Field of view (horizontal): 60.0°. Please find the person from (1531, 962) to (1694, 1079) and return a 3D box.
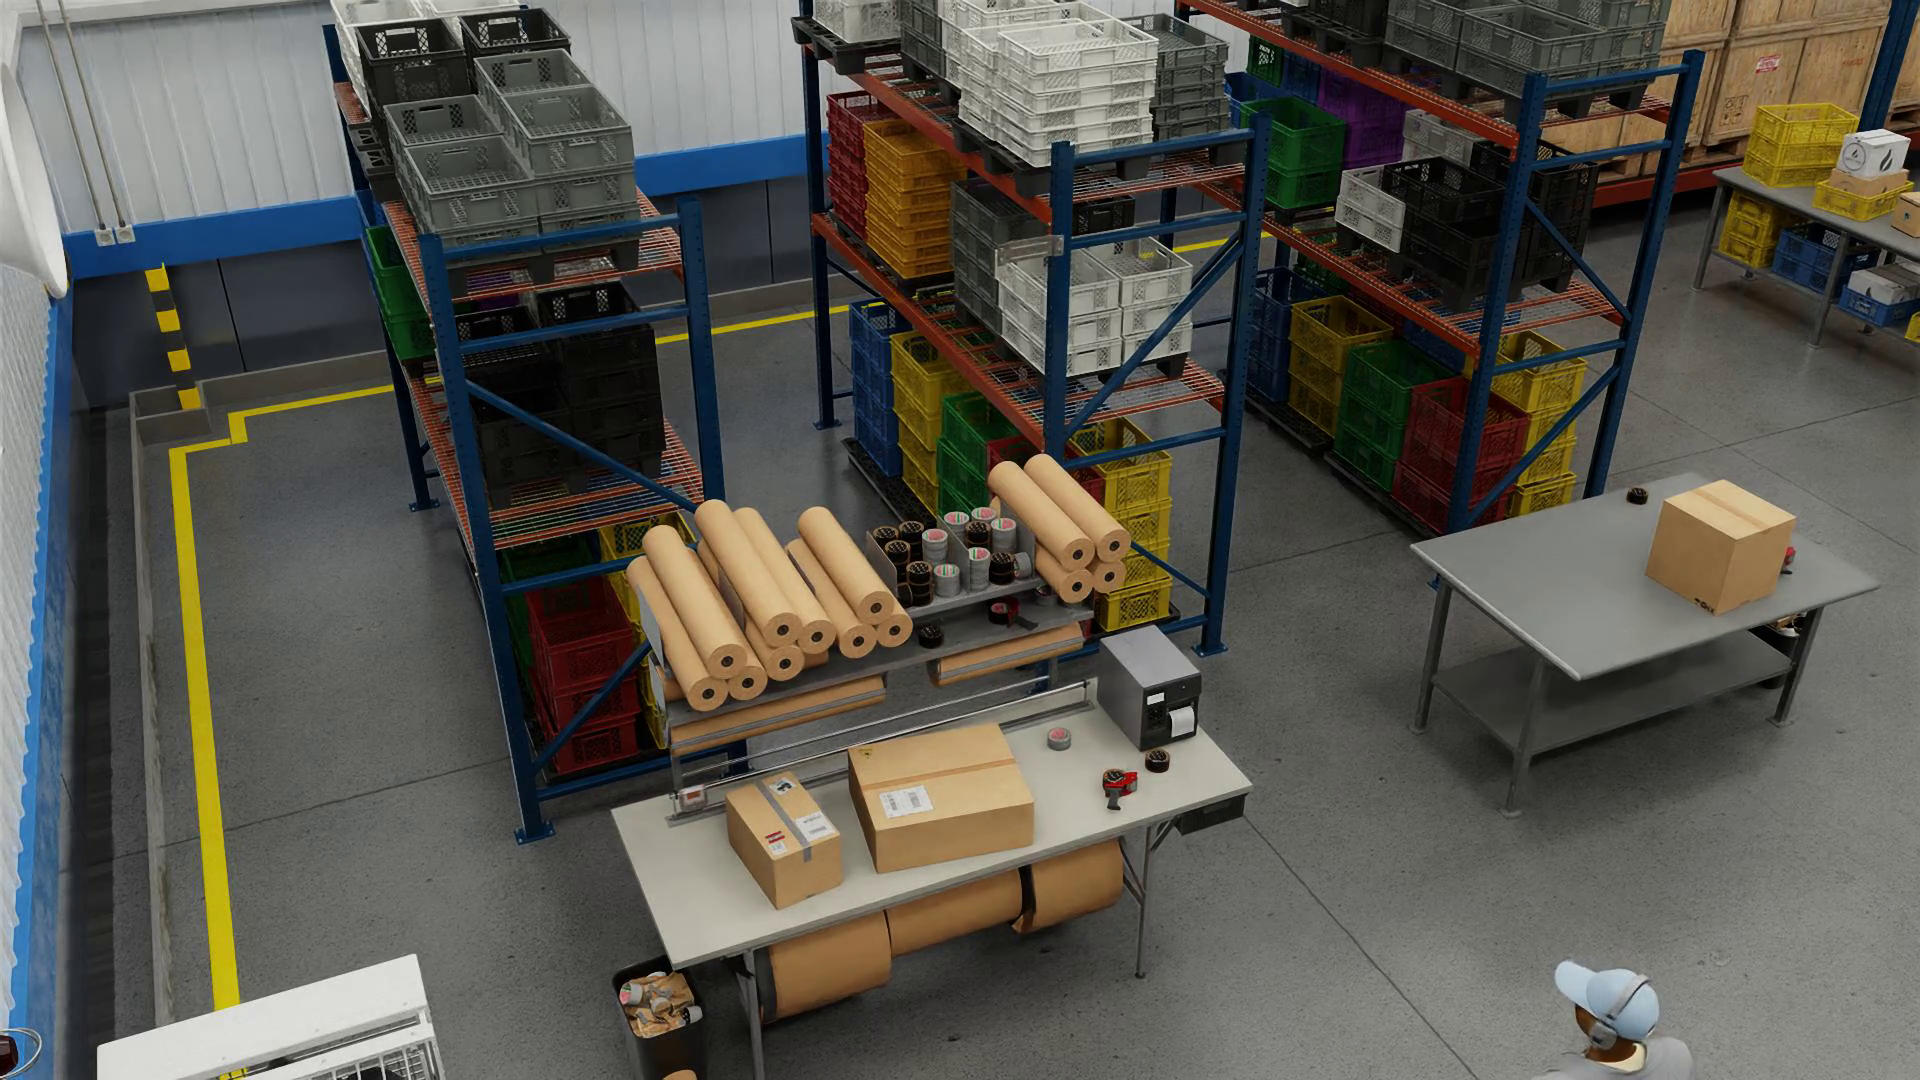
[{"bbox_3d":[1.894,2.014,5.189,0.596,1.852,0.360,-12,34,-18],"label":"person"}]
